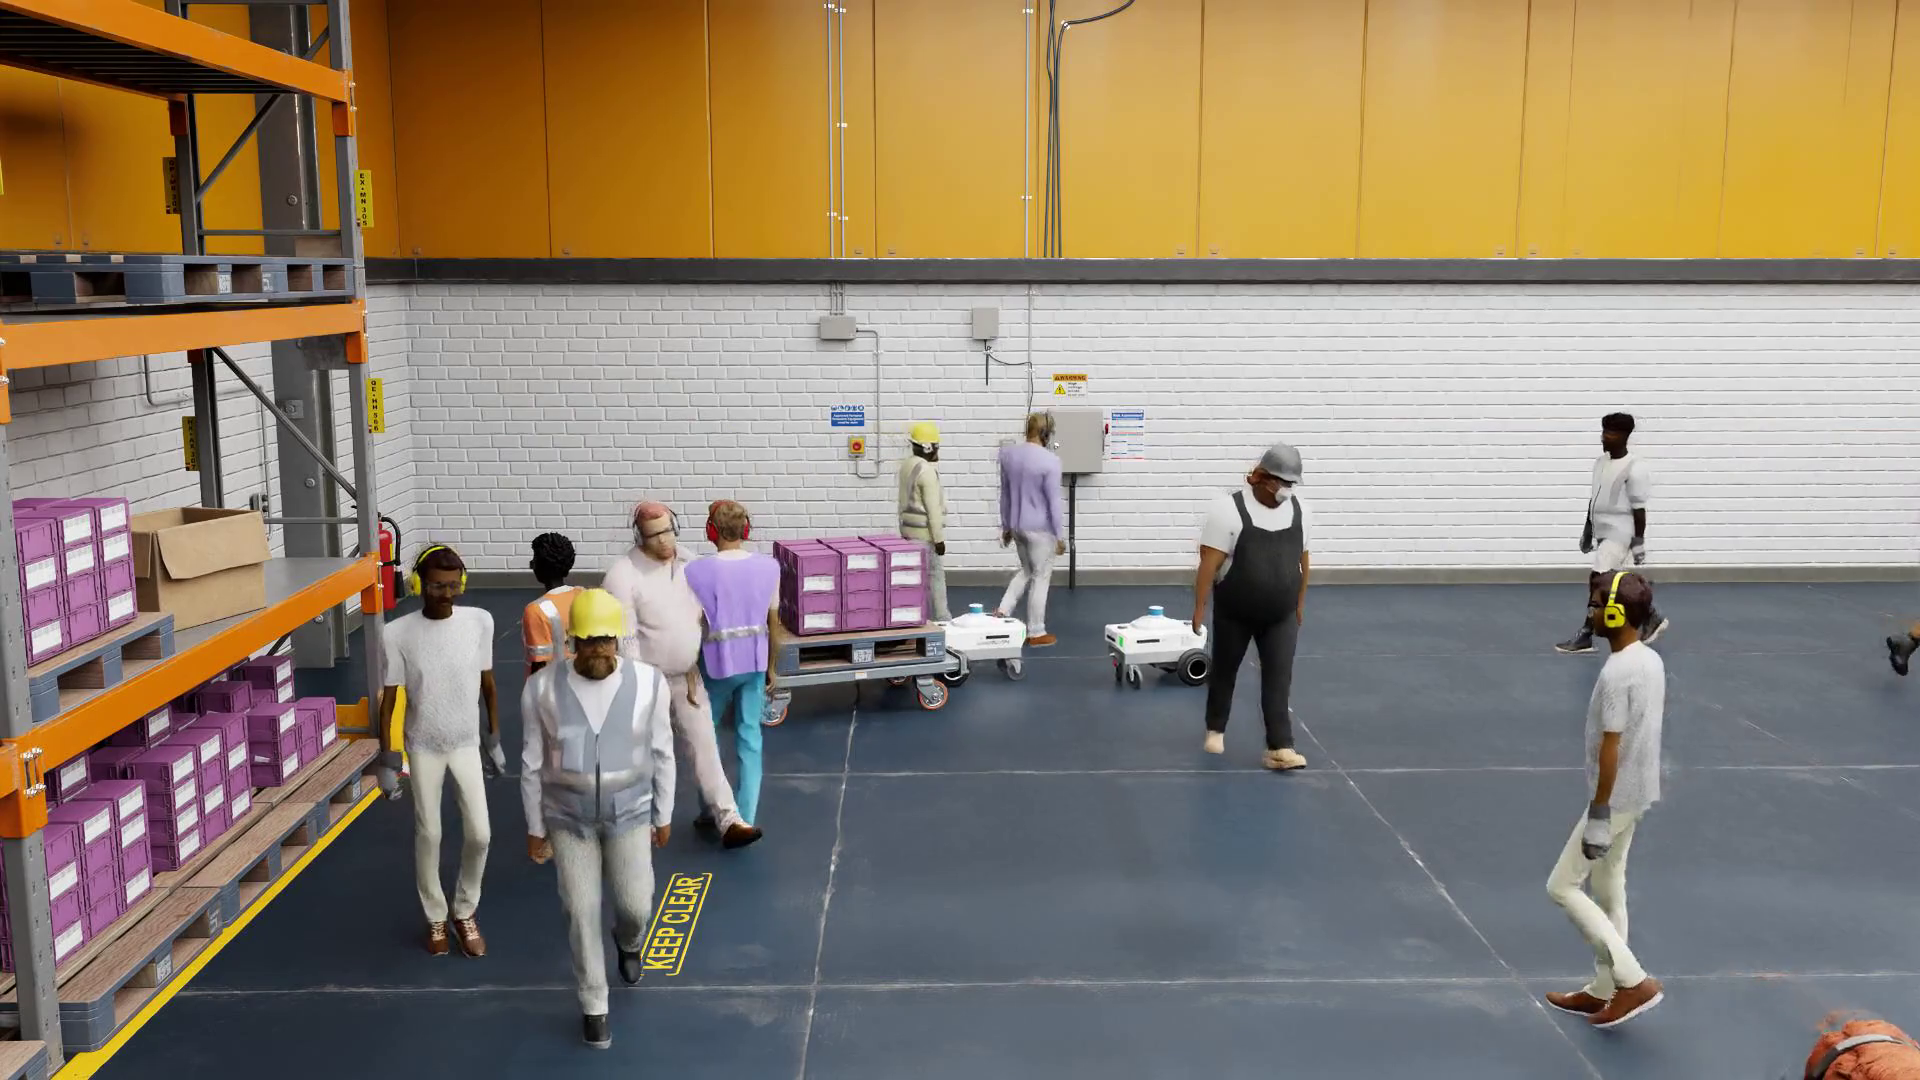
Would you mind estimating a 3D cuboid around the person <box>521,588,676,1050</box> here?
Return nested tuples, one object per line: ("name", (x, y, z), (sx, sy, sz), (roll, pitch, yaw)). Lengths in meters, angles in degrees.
("person", (-1.434, 1.063, 6.616), (0.598, 1.816, 0.544), (-2, 10, -13))

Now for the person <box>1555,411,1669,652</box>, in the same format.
("person", (5.246, -0.064, 13.208), (0.952, 1.930, 0.614), (-1, 9, -7))

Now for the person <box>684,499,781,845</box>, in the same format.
("person", (-1.240, 0.686, 8.873), (0.580, 1.820, 0.630), (-5, 11, -29))

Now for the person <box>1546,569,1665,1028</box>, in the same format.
("person", (2.575, 1.038, 6.617), (0.388, 1.856, 0.567), (7, 12, 38))

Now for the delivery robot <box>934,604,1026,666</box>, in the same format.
("delivery robot", (0.118, 0.716, 12.289), (0.707, 0.478, 0.477), (-2, 9, -14))

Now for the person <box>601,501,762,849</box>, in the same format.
("person", (-1.487, 0.719, 8.595), (0.984, 1.852, 0.663), (8, 12, 41))

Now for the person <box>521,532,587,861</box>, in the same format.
("person", (-2.065, 0.802, 8.564), (0.319, 1.696, 0.532), (3, 10, 18))

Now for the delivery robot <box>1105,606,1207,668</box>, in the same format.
("delivery robot", (1.433, 0.729, 12.209), (0.707, 0.478, 0.477), (-2, 9, -15))

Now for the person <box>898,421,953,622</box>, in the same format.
("person", (-0.372, -0.080, 13.665), (0.881, 1.804, 0.601), (-3, 10, -16))

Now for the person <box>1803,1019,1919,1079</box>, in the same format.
("person", (1.420, 1.661, 2.799), (0.587, 1.861, 0.805), (1, 9, 4))

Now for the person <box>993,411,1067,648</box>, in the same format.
("person", (0.555, -0.072, 13.251), (0.496, 1.912, 0.643), (-7, 12, -36))

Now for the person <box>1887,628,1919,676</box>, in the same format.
("person", (7.217, 0.160, 11.912), (0.853, 1.902, 0.555), (4, 10, 23))

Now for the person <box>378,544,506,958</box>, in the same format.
("person", (-2.258, 0.937, 7.272), (0.574, 1.842, 0.575), (-5, 10, -28))

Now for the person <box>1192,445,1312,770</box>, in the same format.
("person", (1.791, 0.370, 10.153), (0.806, 2.000, 0.956), (-1, 9, -8))
